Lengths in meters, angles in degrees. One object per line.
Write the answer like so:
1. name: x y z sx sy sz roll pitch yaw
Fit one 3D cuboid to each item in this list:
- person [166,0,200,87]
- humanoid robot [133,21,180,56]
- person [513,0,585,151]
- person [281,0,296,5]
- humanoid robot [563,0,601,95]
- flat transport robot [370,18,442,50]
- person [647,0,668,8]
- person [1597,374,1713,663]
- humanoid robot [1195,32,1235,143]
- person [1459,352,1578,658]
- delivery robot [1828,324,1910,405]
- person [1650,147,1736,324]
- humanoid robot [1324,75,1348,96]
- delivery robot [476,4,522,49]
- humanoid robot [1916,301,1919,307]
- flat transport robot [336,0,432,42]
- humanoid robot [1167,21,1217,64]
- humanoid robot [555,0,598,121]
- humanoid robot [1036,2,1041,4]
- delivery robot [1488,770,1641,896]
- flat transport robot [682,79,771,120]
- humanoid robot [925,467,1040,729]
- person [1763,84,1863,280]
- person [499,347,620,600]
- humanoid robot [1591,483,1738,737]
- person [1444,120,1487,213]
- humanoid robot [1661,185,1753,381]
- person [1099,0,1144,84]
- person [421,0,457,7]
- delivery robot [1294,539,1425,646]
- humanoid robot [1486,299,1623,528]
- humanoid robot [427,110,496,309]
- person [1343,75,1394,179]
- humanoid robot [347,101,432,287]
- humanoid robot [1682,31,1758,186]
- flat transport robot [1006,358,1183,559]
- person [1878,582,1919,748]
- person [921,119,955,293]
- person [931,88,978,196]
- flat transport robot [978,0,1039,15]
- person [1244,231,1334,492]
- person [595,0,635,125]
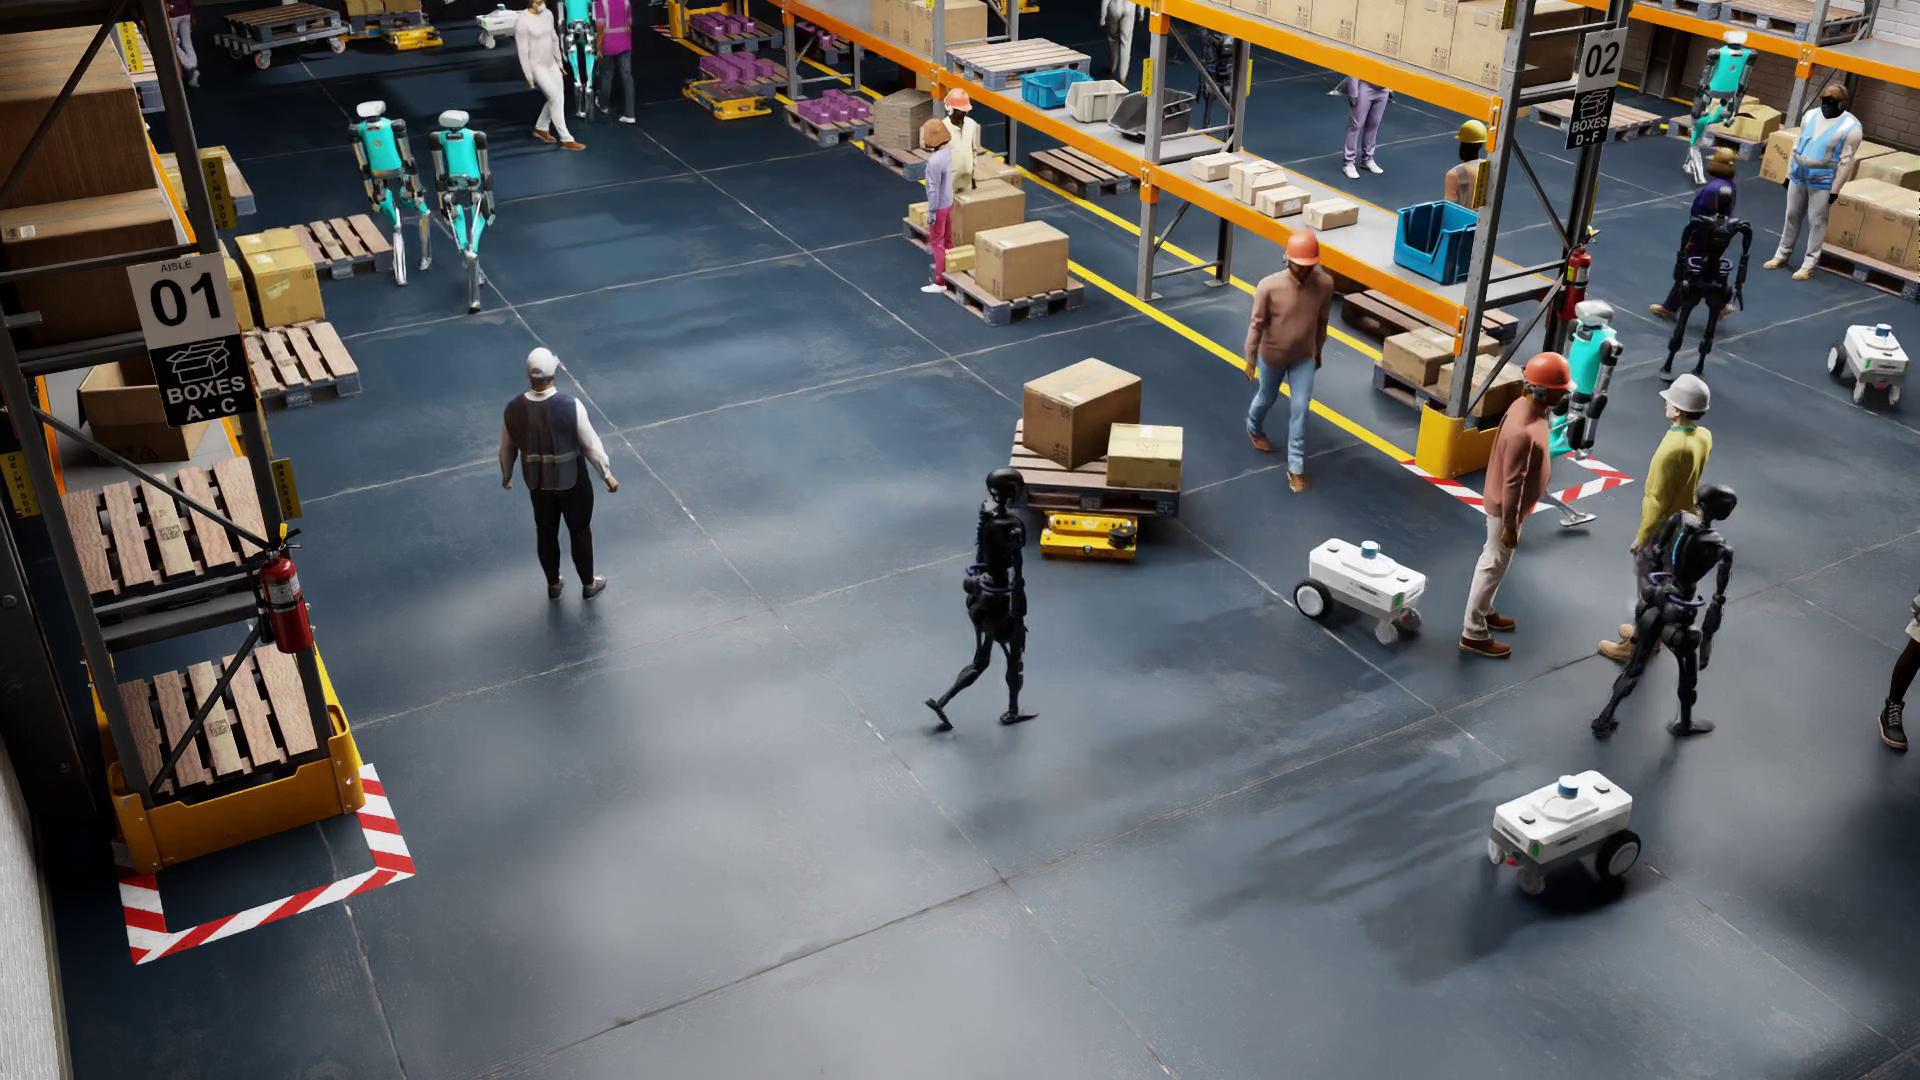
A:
1. person: -10.239 -6.875 21.711 0.480 1.929 0.531 20 36 31
2. humanoid robot: -10.522 -6.689 21.670 0.599 1.659 0.601 24 38 36
3. person: -4.787 -5.469 19.295 0.685 1.889 0.678 11 32 19
4. person: -9.979 -8.471 24.588 0.430 1.836 0.636 -5 30 -8
5. humanoid robot: -4.688 -6.461 21.184 0.919 1.764 0.546 22 36 33
6. flat transport robot: -8.146 -7.438 24.358 0.659 0.231 1.431 -19 35 -29
7. person: -4.728 -9.254 26.024 0.558 1.754 0.320 17 34 28
8. person: 4.219 -0.102 9.962 0.472 1.892 0.390 -22 37 -33
9. humanoid robot: 2.996 -5.283 19.187 0.584 1.639 0.378 -7 31 -11
10. person: 3.377 -0.219 10.076 0.412 1.985 0.608 11 32 18
11. delivery robot: 7.537 -1.493 13.712 0.499 0.585 0.784 6 30 11
12. person: 6.620 -2.673 14.717 0.662 1.588 0.483 19 35 29
13. humanoid robot: 5.197 -6.523 21.367 0.842 1.849 0.540 5 30 9
14. delivery robot: -6.591 -7.447 24.103 0.812 0.611 0.499 -18 35 -29
15. humanoid robot: 8.110 -1.959 13.438 0.611 1.644 0.505 13 32 22
16. flat transport robot: -8.564 -7.582 24.608 1.431 0.231 0.659 -12 32 -19
17. humanoid robot: 3.280 -7.320 22.785 0.783 1.618 0.583 10 31 16
18. humanoid robot: -4.611 -5.922 20.353 0.556 1.891 0.777 -8 31 -13
19. humanoid robot: 1.138 -9.353 26.268 0.315 1.653 0.599 -8 31 -14
20. delivery robot: 3.109 1.476 8.566 0.778 0.607 0.499 -15 33 -24
21. flat transport robot: -2.994 -5.650 21.245 0.659 0.231 1.431 -15 33 -24
22. humanoid robot: 0.140 0.362 9.407 0.659 1.648 0.594 -13 32 -21
23. person: 8.080 -3.397 15.755 0.429 1.835 0.627 -15 33 -24
24. person: -2.570 -0.400 10.613 0.759 1.754 0.442 2 30 4
25. humanoid robot: 3.995 0.401 9.349 0.686 1.644 0.610 -9 31 -16
26. person: 4.321 -2.668 14.390 0.591 1.924 0.382 -18 34 -28
27. humanoid robot: 6.137 -2.093 13.634 0.589 1.656 0.324 7 31 12
28. person: 2.157 -7.043 22.095 0.592 1.846 0.995 1 30 1
29. person: -8.402 -9.174 26.069 0.927 1.556 0.502 -21 36 -32
30. delivery robot: 2.577 0.278 10.620 0.499 0.576 0.768 -26 39 -38
31. humanoid robot: 3.962 -0.761 11.297 1.037 1.751 0.546 -6 30 -10
32. humanoid robot: -4.542 -2.953 15.136 0.530 1.772 1.035 1 30 1
33. person: 4.579 -4.993 18.461 0.638 1.906 0.409 -16 34 -26
34. humanoid robot: -5.342 -3.343 15.782 0.563 1.773 0.873 -3 30 -4
35. humanoid robot: 8.185 -4.726 18.148 0.531 1.730 0.995 0 30 0
36. flat transport robot: 0.963 -0.307 11.945 0.659 0.231 1.431 4 30 7
37. person: 5.591 0.280 9.220 0.601 1.966 0.371 0 30 0
38. person: -0.201 -3.099 15.444 0.280 1.628 0.500 8 31 14
39. person: -0.035 -3.467 15.962 0.560 1.743 0.342 -25 38 -36
40. flat transport robot: 0.660 -8.555 26.303 0.659 0.231 1.431 -12 32 -19
41. person: 2.367 -1.408 12.193 0.645 1.936 0.933 -4 30 -7
42. person: -4.262 -6.071 20.442 0.543 1.783 0.977 -18 35 -29
